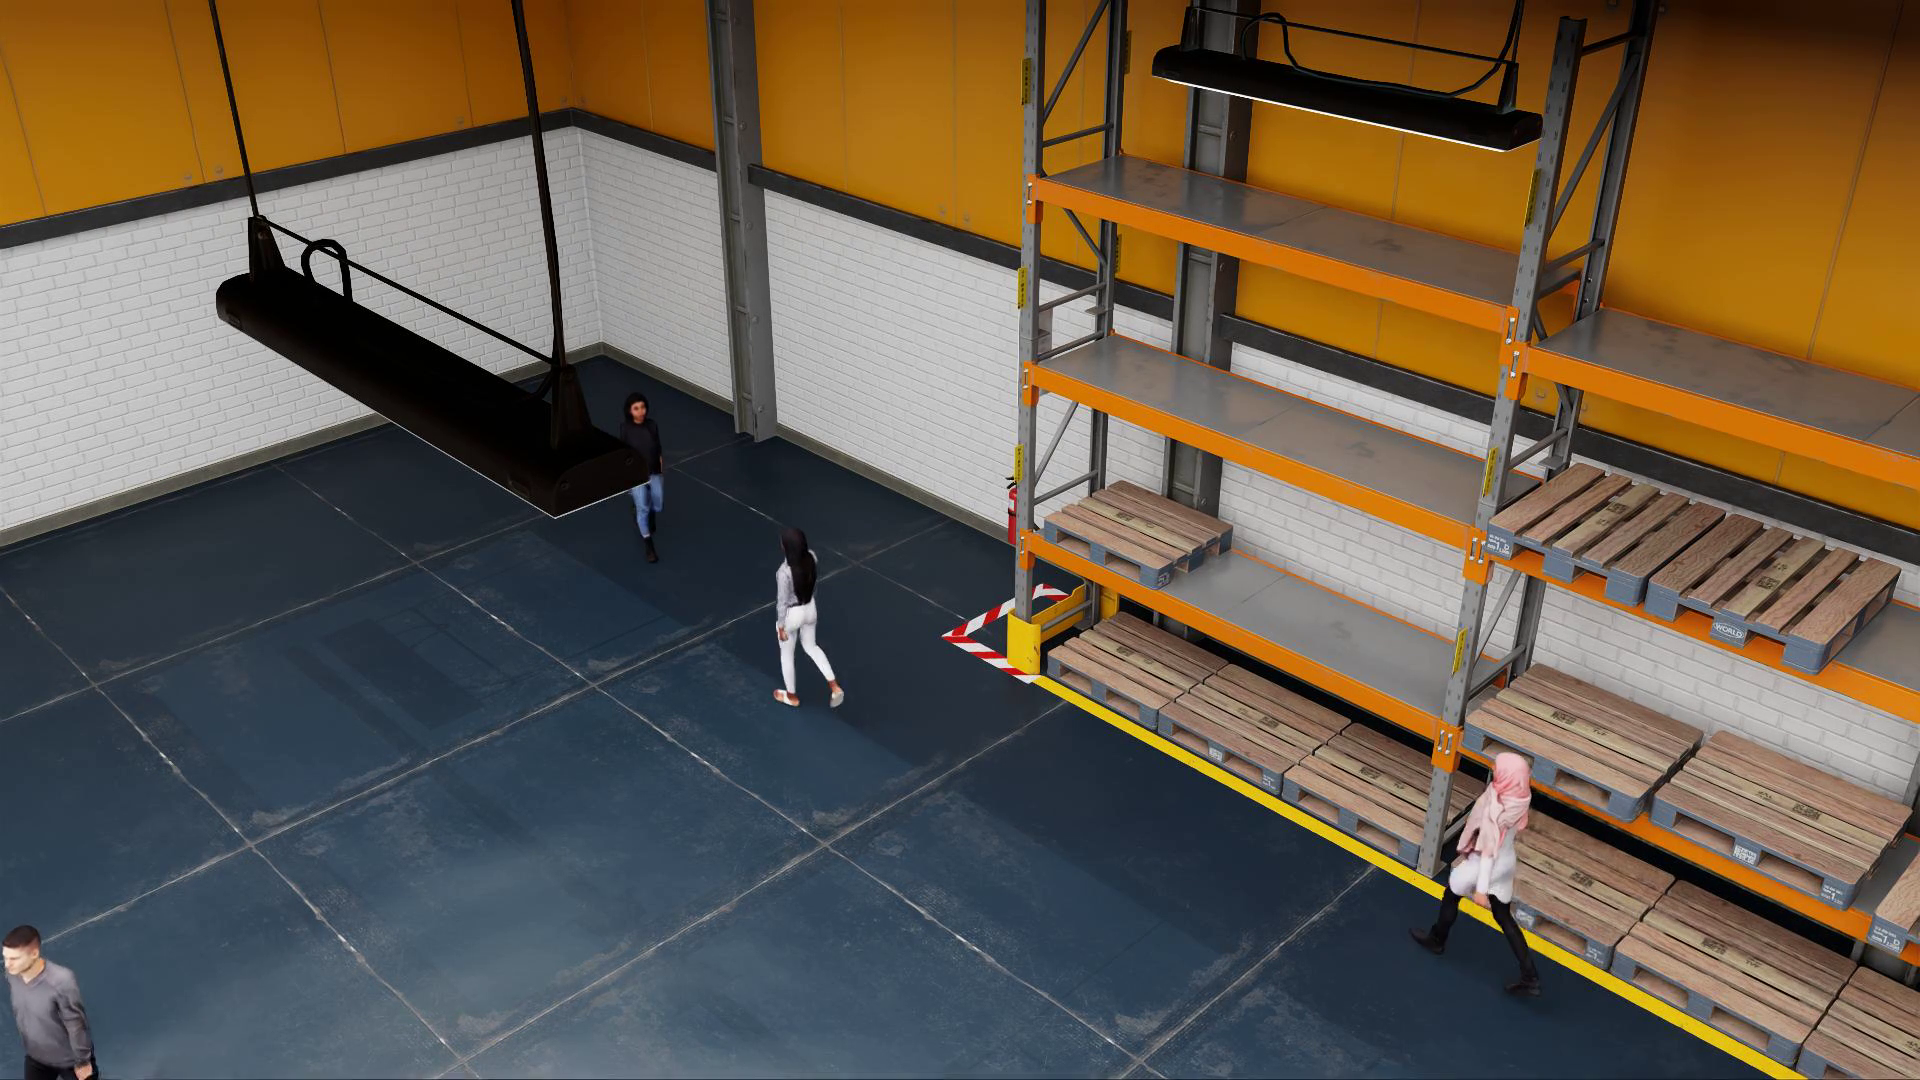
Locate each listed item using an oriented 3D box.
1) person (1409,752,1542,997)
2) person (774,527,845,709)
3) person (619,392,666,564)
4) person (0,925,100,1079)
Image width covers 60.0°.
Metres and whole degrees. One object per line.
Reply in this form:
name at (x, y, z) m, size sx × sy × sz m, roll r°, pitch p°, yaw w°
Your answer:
person at (3.464, 2.151, 10.613) m, size 0.674 × 1.761 × 1.196 m, roll -23°, pitch 36°, yaw -36°
person at (-1.246, 0.658, 13.403) m, size 0.952 × 1.710 × 0.639 m, roll 22°, pitch 36°, yaw 35°
person at (-3.033, -0.633, 15.797) m, size 0.727 × 1.683 × 0.906 m, roll -12°, pitch 31°, yaw -21°
person at (-5.029, 2.822, 9.390) m, size 0.722 × 1.755 × 0.810 m, roll 7°, pitch 29°, yaw 12°
